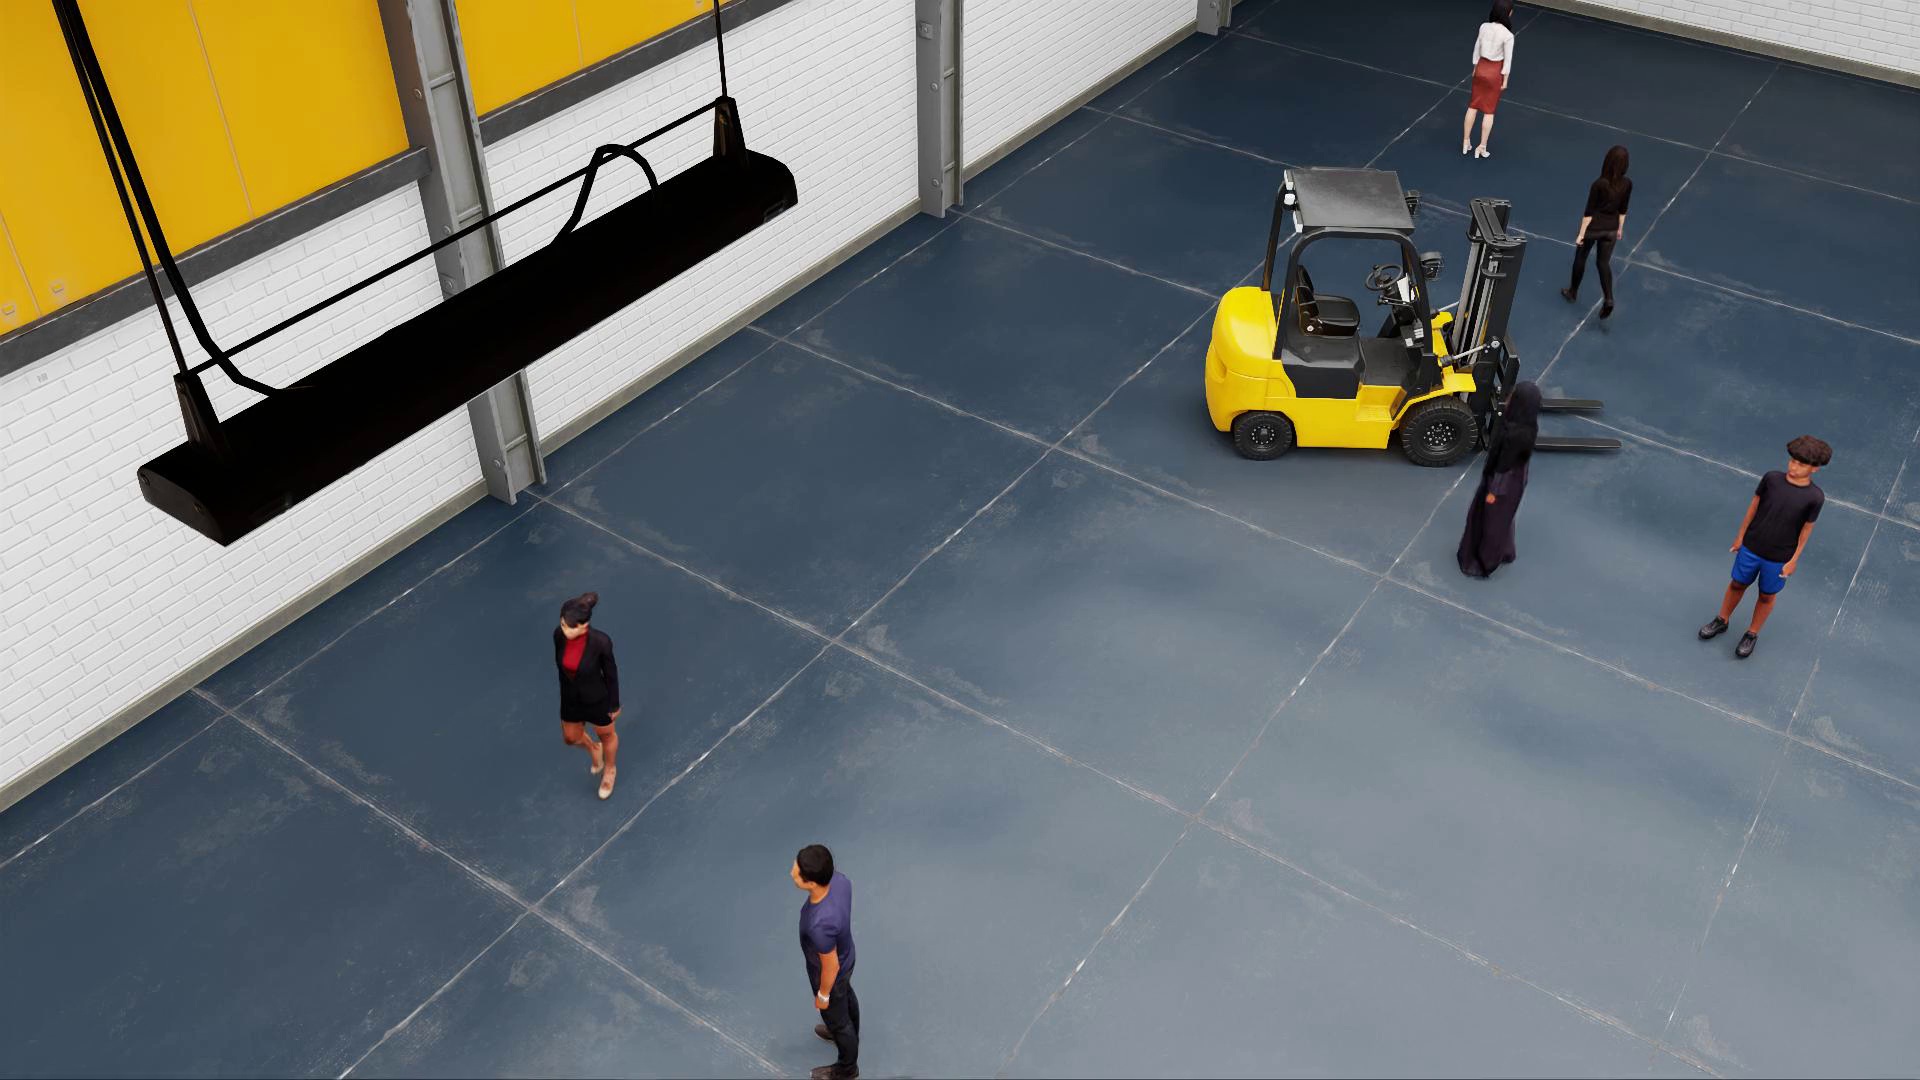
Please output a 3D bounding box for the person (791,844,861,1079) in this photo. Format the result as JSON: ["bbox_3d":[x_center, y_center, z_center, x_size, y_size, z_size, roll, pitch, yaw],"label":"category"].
[{"bbox_3d":[-0.684,2.253,8.857,0.785,1.788,0.668,1,39,1],"label":"person"}]

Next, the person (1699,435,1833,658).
[{"bbox_3d":[5.675,0.024,11.639,0.639,1.799,0.640,-31,48,-33],"label":"person"}]

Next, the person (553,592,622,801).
[{"bbox_3d":[-2.329,0.972,10.586,0.669,1.632,0.700,11,40,13],"label":"person"}]

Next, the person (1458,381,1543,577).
[{"bbox_3d":[4.052,-0.432,12.371,0.761,1.600,0.615,10,40,13],"label":"person"}]

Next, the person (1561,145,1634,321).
[{"bbox_3d":[5.932,-2.807,15.327,0.964,1.622,1.061,-3,39,-4],"label":"person"}]

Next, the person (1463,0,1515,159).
[{"bbox_3d":[5.708,-4.981,17.945,0.589,1.751,0.642,-29,47,-31],"label":"person"}]
